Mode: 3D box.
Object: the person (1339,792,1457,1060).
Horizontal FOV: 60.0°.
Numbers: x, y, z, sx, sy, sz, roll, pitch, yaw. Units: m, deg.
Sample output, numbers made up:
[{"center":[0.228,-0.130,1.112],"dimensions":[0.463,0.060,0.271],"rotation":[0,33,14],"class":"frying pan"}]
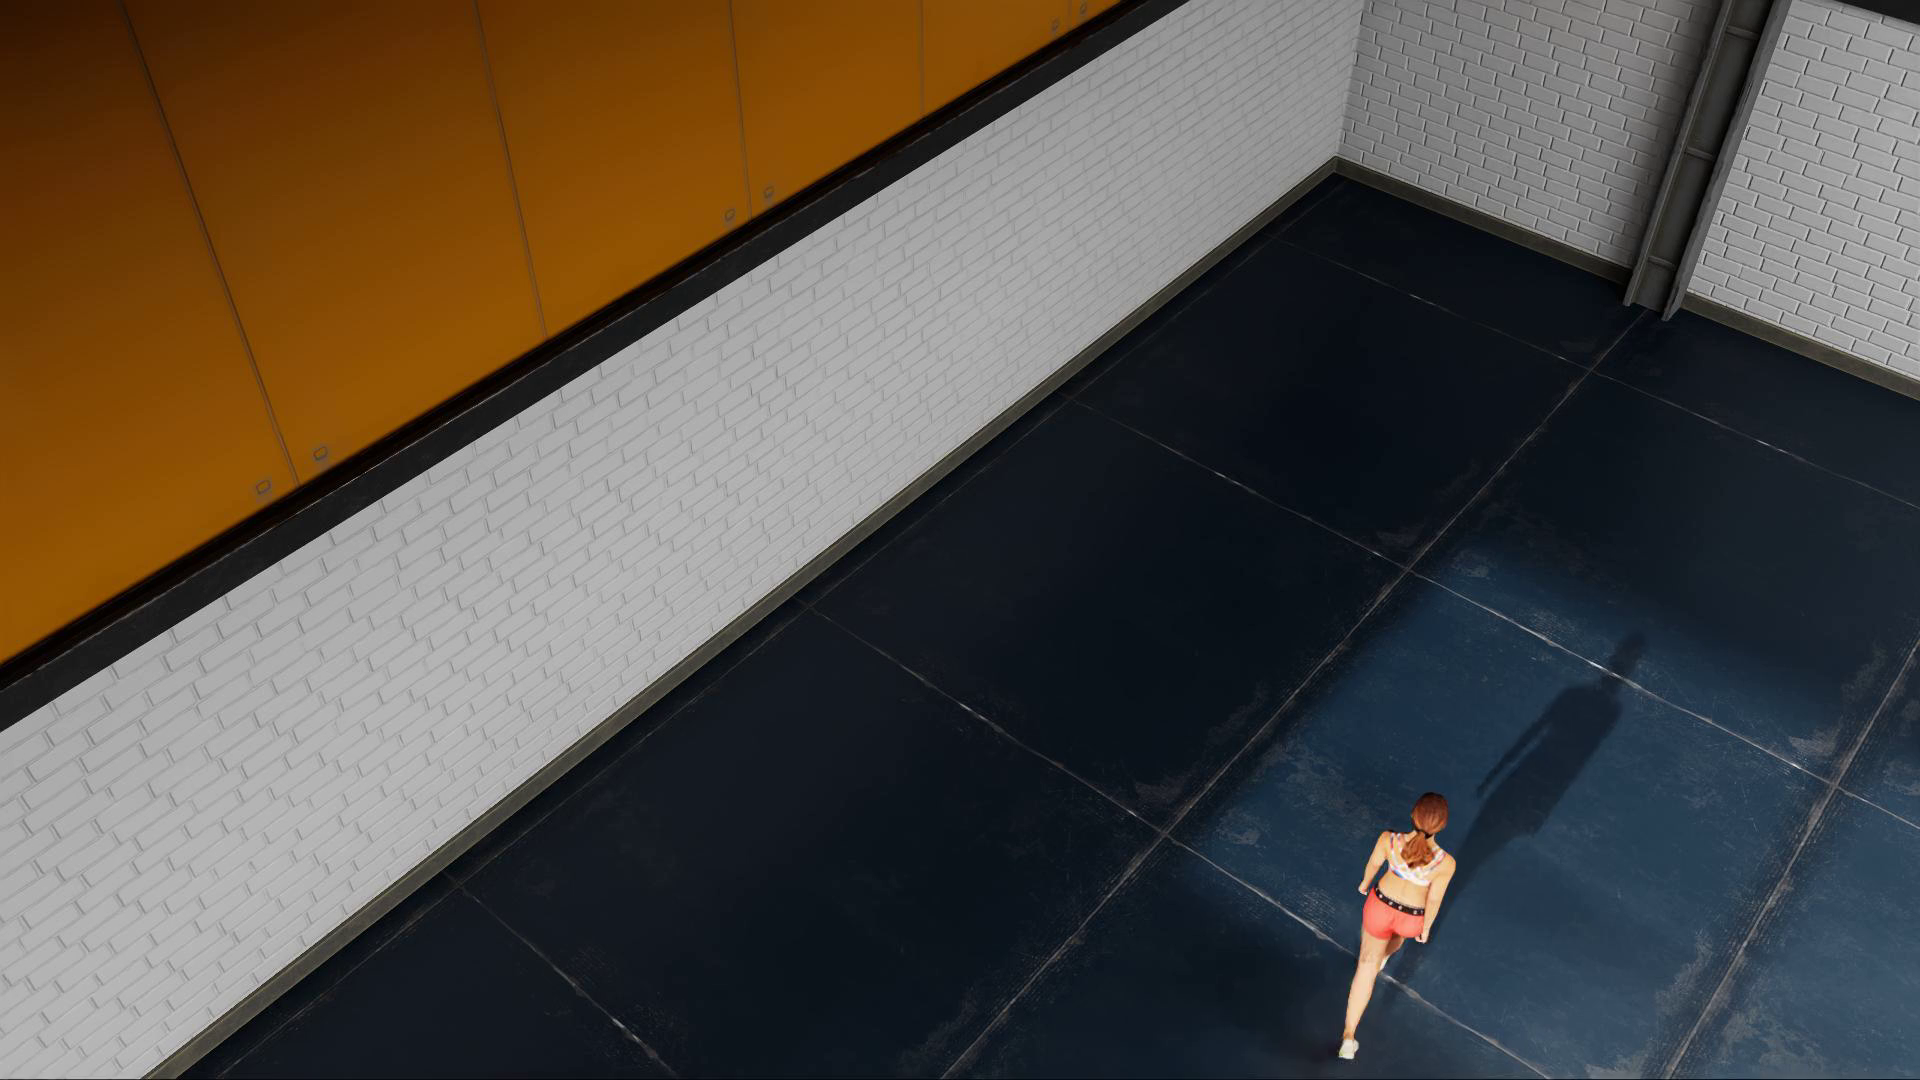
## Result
[{"center":[2.232,2.011,8.641],"dimensions":[1.185,1.744,0.846],"rotation":[18,46,18],"class":"person"}]
